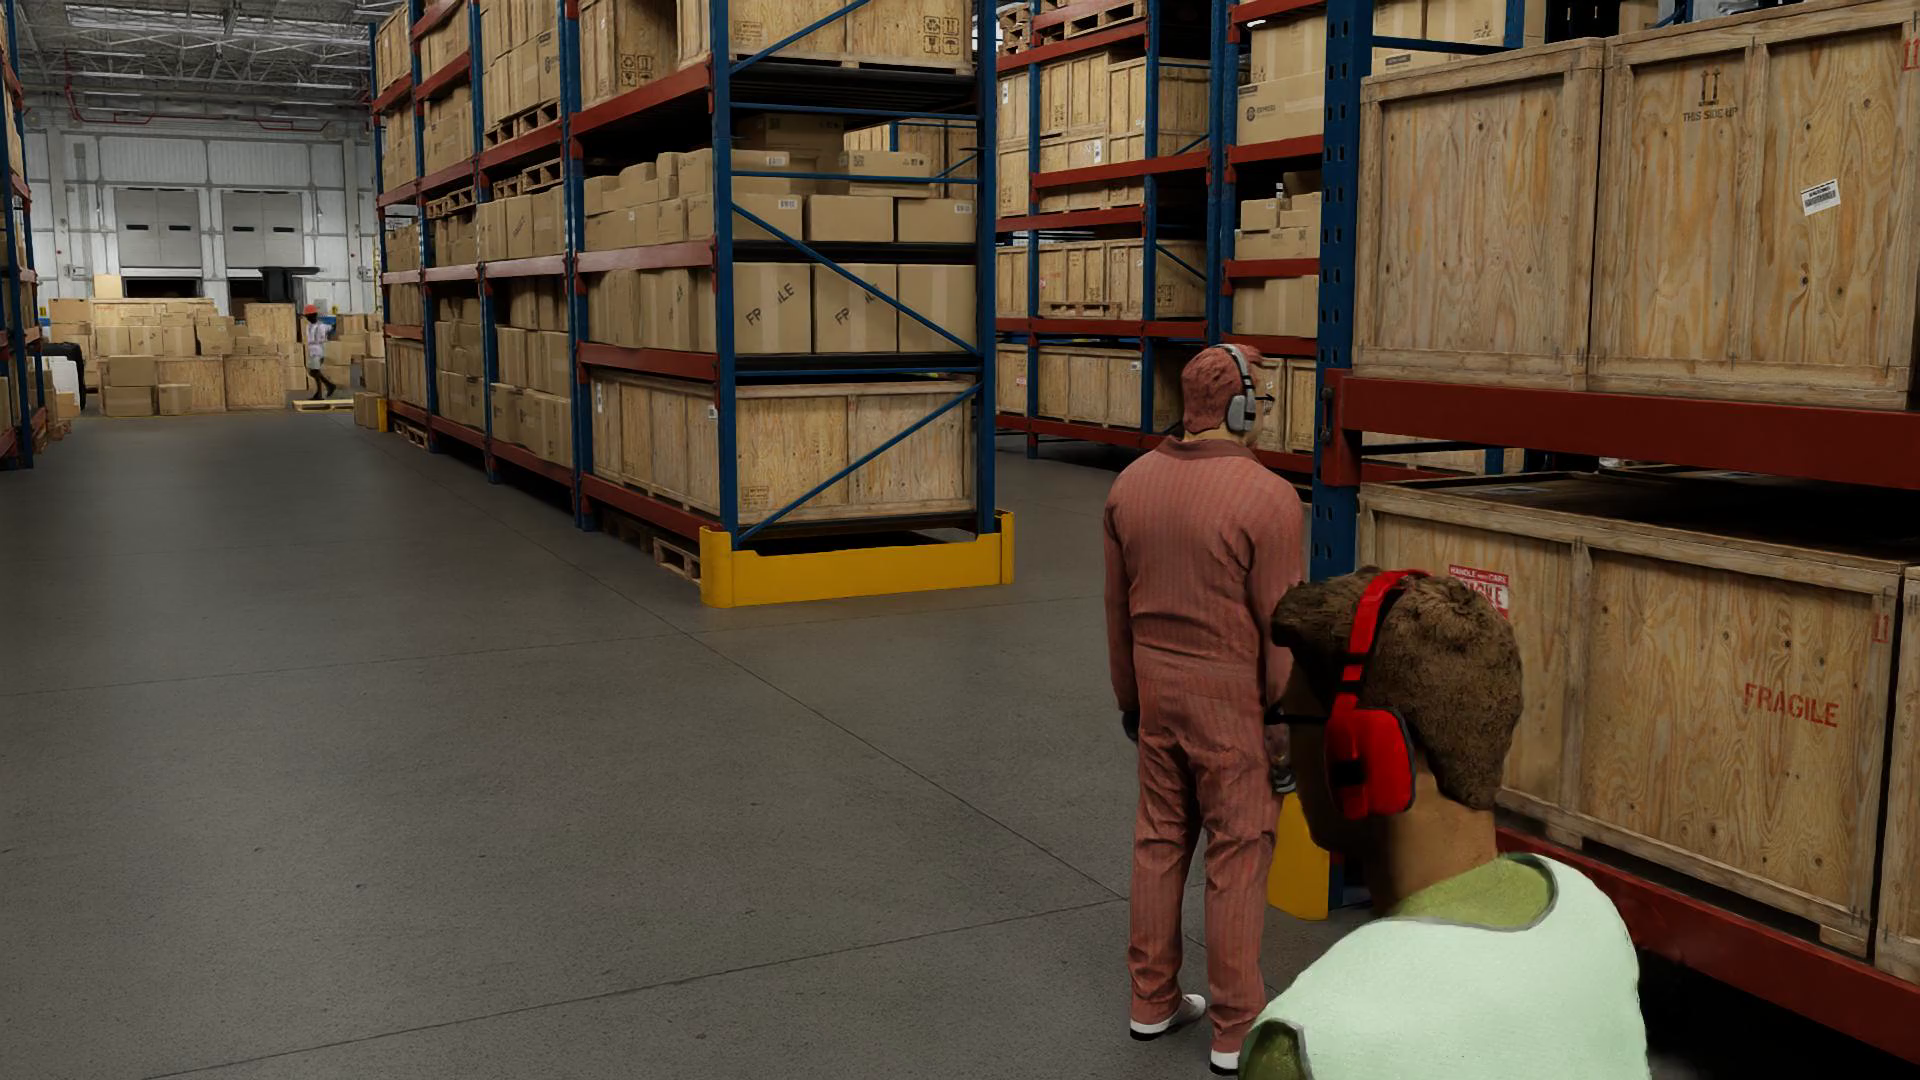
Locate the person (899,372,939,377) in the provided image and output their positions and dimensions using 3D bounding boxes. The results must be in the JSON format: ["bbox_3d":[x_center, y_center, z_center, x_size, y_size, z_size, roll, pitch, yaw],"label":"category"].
[{"bbox_3d":[-0.407,-1.079,15.611,0.530,1.690,0.319,5,10,32],"label":"person"}]

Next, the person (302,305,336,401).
[{"bbox_3d":[-12.696,-3.701,32.954,0.549,1.920,0.599,6,10,35],"label":"person"}]

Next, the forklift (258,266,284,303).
[{"bbox_3d":[-17.061,-5.406,41.365,1.873,2.768,1.129,-6,10,-34],"label":"forklift"}]

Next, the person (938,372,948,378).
[{"bbox_3d":[-0.454,-2.041,21.754,0.632,1.840,0.888,0,8,1],"label":"person"}]

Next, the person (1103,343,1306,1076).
[{"bbox_3d":[0.682,0.439,4.404,0.408,1.906,0.654,-7,11,-39],"label":"person"}]

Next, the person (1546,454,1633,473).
[{"bbox_3d":[4.211,-0.600,11.129,0.605,2.035,0.384,6,10,34],"label":"person"}]

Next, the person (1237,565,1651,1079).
[{"bbox_3d":[0.485,0.922,1.505,1.002,1.791,0.568,6,10,34],"label":"person"}]

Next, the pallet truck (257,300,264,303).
[{"bbox_3d":[-23.913,-7.404,58.171,1.885,1.965,0.823,-1,8,-9],"label":"pallet truck"}]
